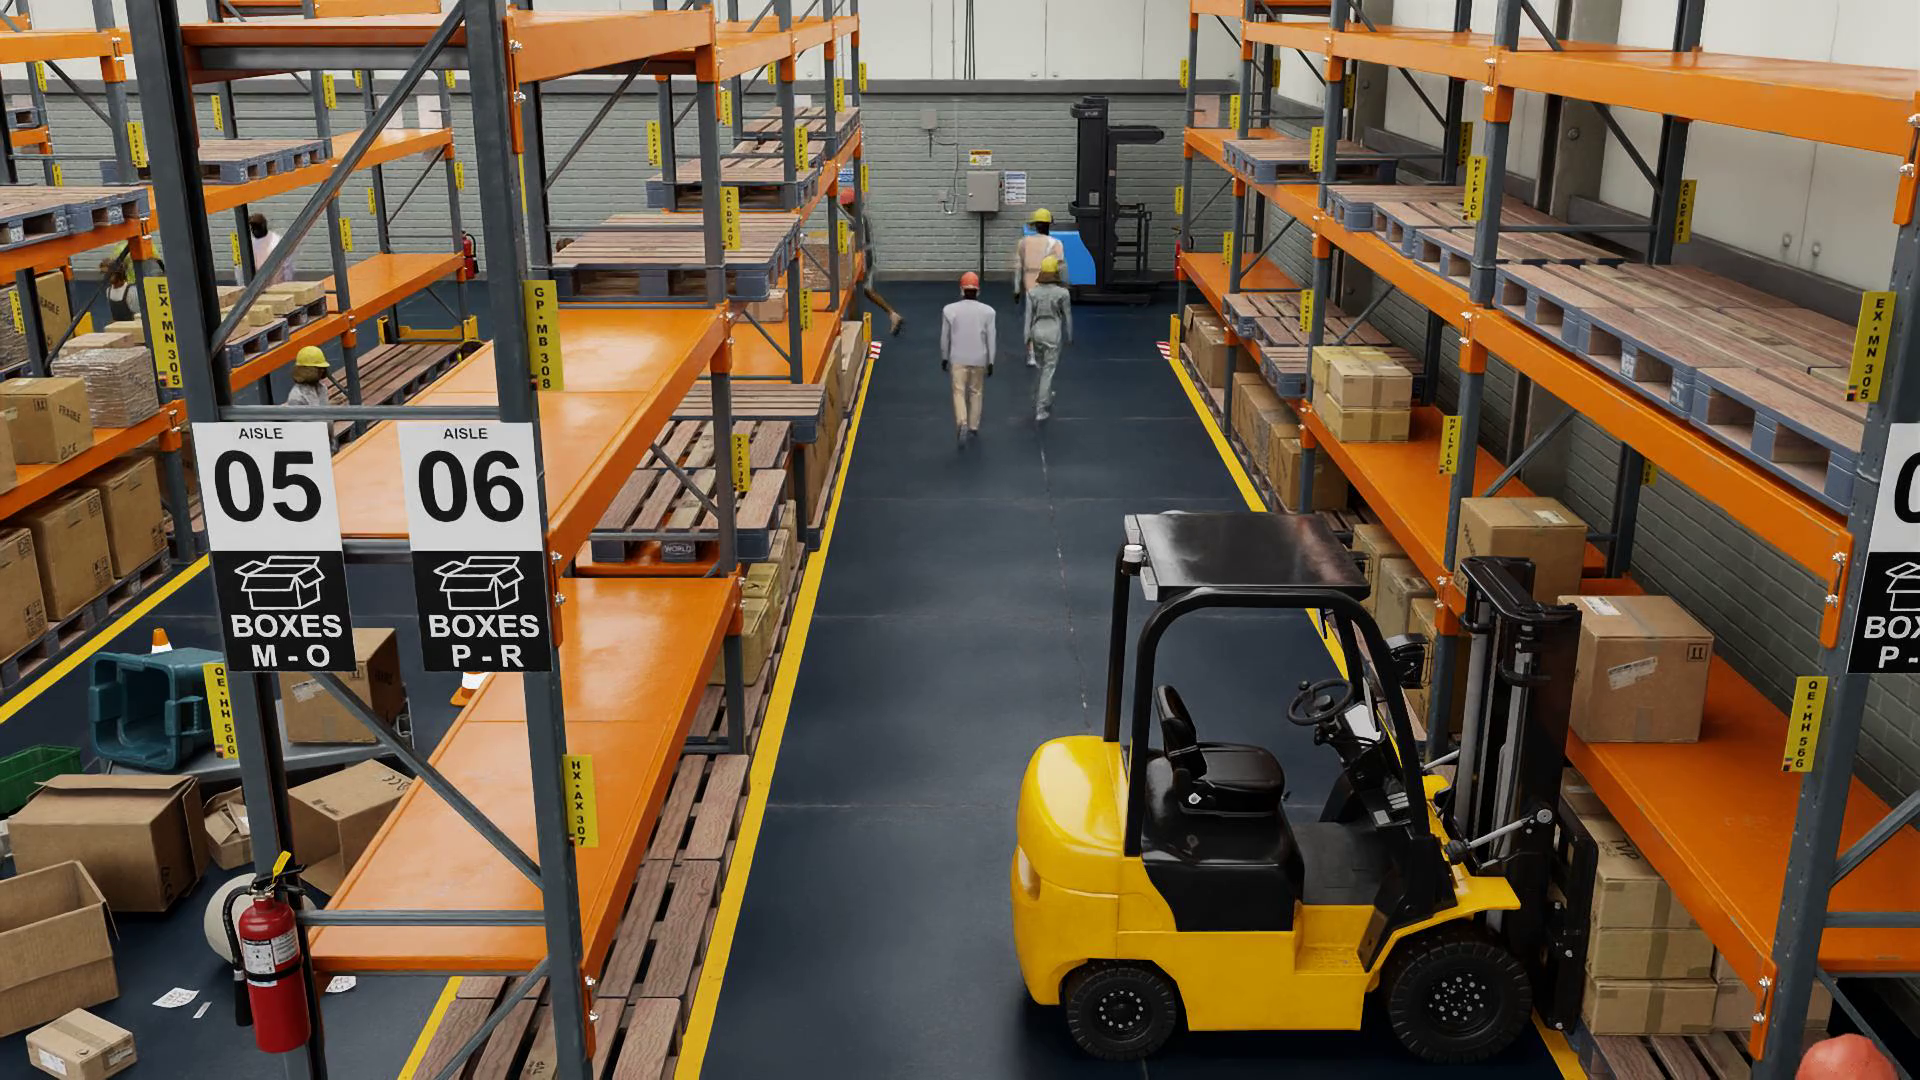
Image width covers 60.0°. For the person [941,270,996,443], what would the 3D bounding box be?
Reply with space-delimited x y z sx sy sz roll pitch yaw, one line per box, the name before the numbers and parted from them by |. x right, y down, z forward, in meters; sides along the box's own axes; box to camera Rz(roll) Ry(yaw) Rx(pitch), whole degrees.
person | 0.095 -1.855 16.895 0.563 1.734 0.703 -2 18 -6

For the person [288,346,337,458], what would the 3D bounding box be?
person | -5.172 -0.707 13.430 0.322 1.736 0.486 4 19 12

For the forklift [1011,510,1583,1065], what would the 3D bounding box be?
forklift | 1.387 1.055 7.378 2.313 2.155 1.214 0 18 0

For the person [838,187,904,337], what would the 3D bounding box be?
person | -1.223 -3.630 21.863 0.923 1.998 0.646 3 19 9

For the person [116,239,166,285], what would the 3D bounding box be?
person | -10.563 -3.342 21.545 0.902 1.627 0.547 8 20 23

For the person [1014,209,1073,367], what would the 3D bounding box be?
person | 1.037 -3.125 20.513 0.607 1.881 0.962 11 21 31

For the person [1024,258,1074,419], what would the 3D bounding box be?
person | 0.965 -2.194 17.979 0.495 1.696 0.887 8 20 23

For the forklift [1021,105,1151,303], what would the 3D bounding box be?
forklift | 1.857 -4.944 24.441 1.873 2.768 1.129 0 18 0

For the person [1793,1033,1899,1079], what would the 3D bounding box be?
person | 2.138 2.170 4.346 0.628 1.980 1.069 10 21 29

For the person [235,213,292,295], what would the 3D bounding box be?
person | -8.678 -3.126 20.628 0.630 1.804 0.881 3 19 10
